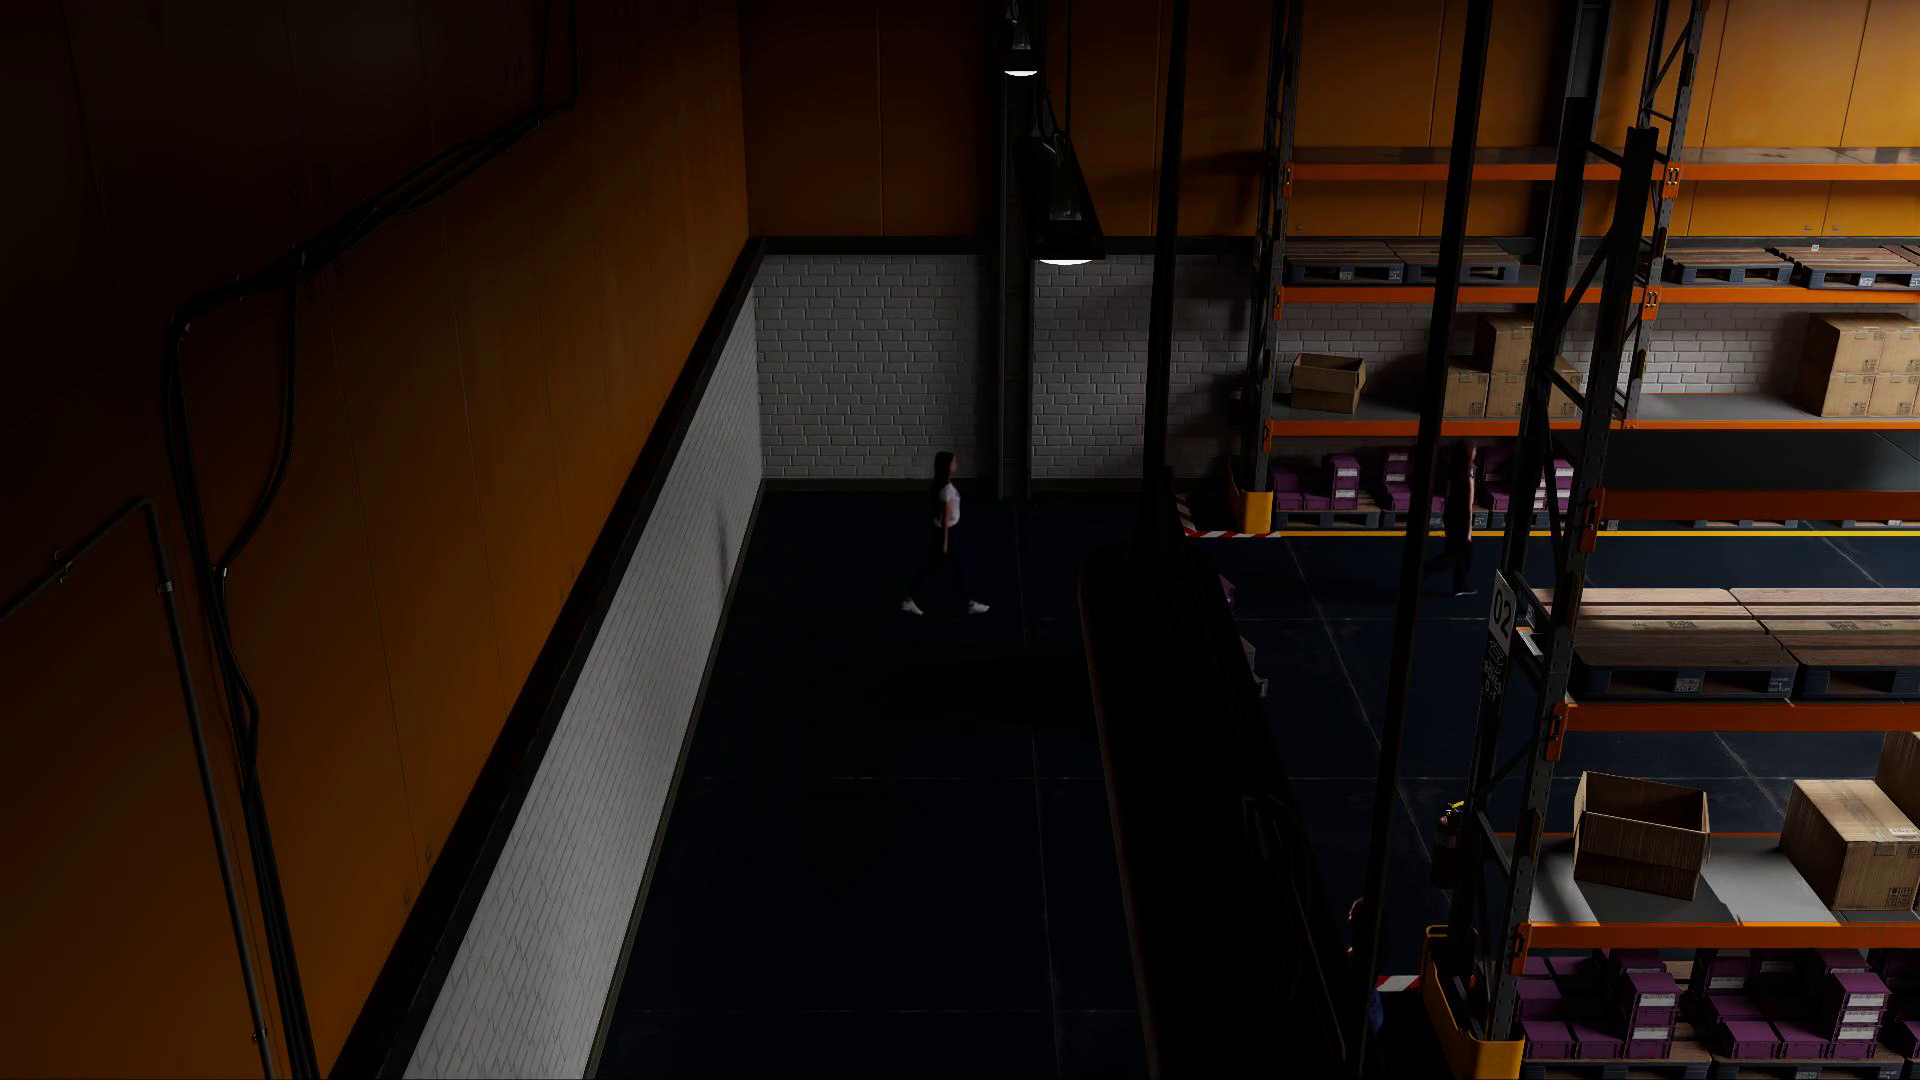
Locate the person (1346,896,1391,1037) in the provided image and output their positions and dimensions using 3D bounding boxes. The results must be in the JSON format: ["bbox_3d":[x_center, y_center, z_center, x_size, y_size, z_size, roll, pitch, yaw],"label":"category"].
[{"bbox_3d":[2.352,2.849,9.786,0.684,1.739,0.656,15,28,30],"label":"person"}]

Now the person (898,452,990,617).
[{"bbox_3d":[-0.246,-0.018,16.349,1.196,1.735,0.793,-5,24,-12],"label":"person"}]

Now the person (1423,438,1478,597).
[{"bbox_3d":[4.923,-0.191,16.757,1.067,1.725,0.688,-4,24,-9],"label":"person"}]
